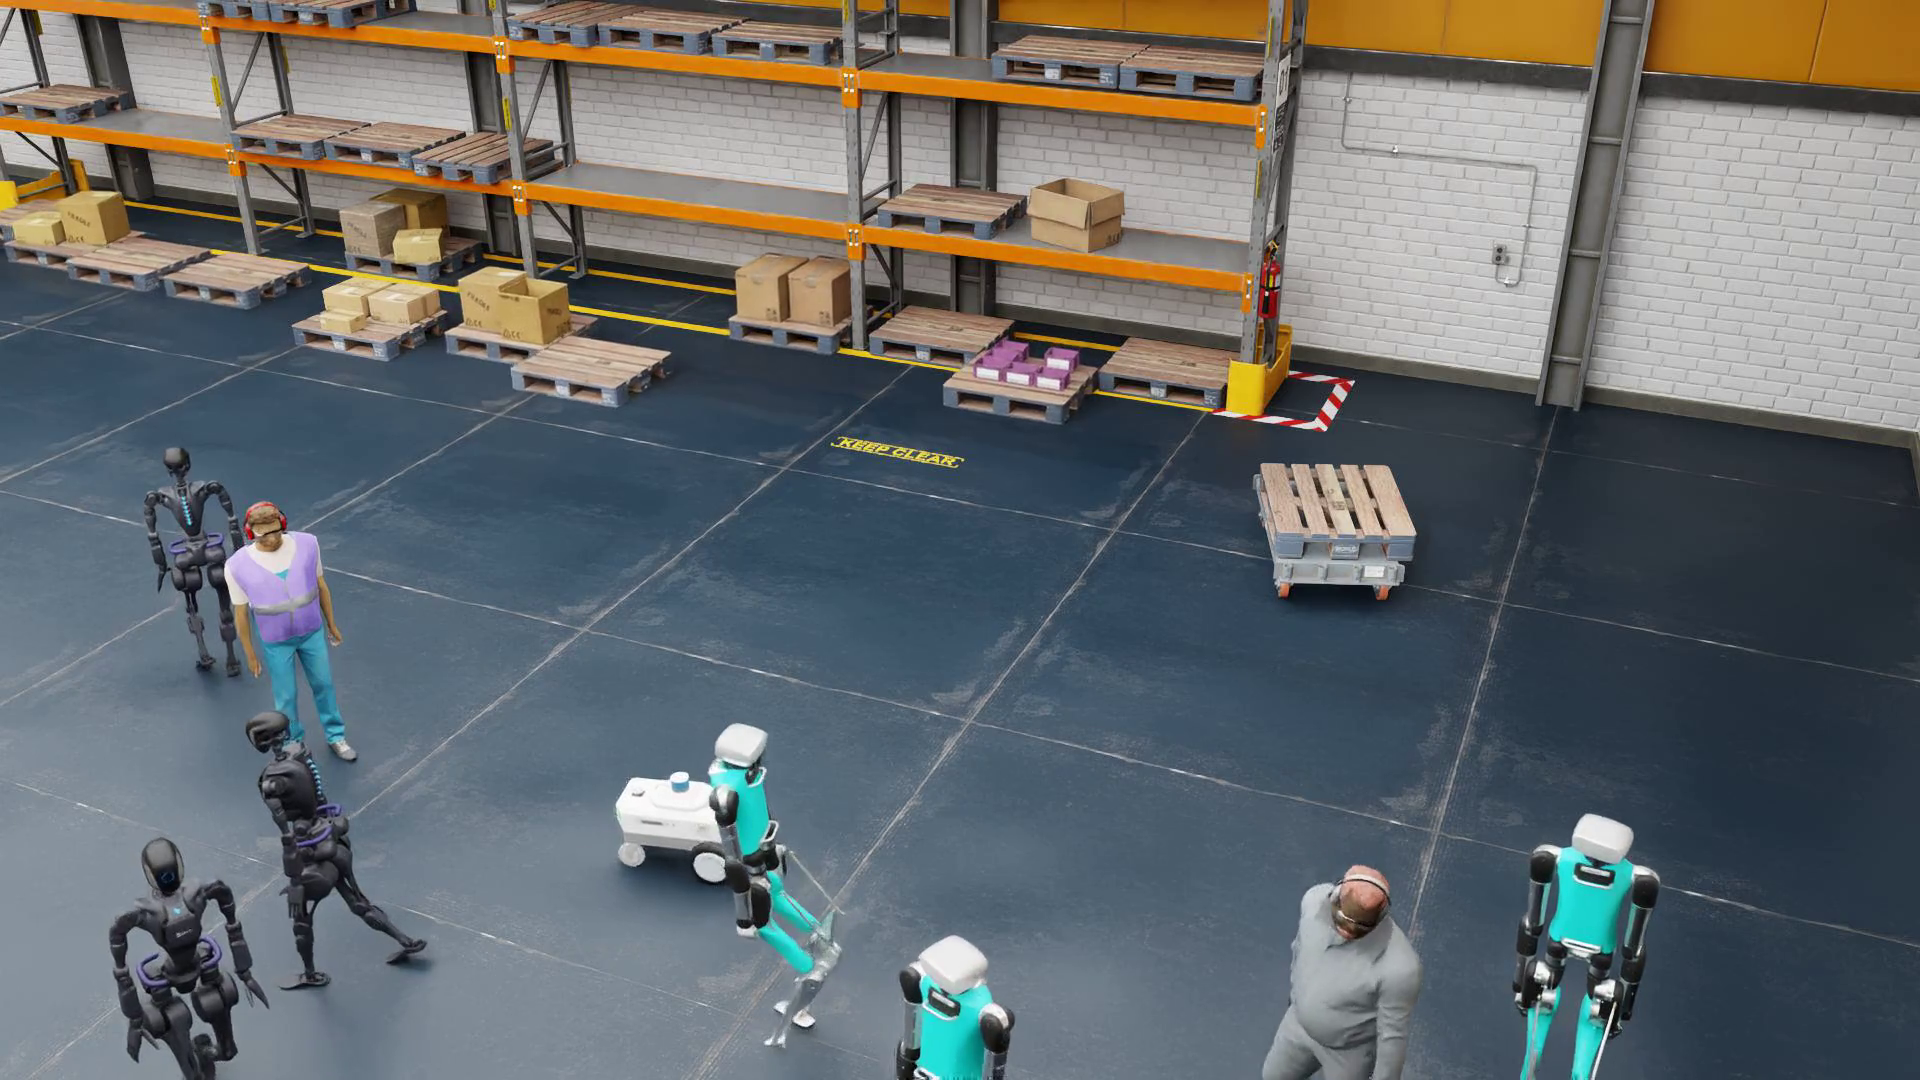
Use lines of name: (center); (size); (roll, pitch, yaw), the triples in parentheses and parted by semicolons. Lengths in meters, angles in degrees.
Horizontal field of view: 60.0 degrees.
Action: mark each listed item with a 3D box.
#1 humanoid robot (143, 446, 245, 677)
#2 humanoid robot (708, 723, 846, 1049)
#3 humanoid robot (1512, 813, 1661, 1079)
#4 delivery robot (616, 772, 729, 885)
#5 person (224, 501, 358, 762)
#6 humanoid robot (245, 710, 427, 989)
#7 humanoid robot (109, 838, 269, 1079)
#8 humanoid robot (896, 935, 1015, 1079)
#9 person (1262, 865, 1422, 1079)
humanoid robot: (-5.076, 0.138, 11.127); (0.608, 1.643, 0.360); (-12, 30, -23)
humanoid robot: (-0.815, 1.699, 8.034); (0.713, 1.782, 0.553); (4, 28, 7)
humanoid robot: (2.635, 2.156, 7.266); (0.539, 1.892, 0.756); (12, 30, 21)
delivery robot: (-1.577, 1.594, 9.508); (0.759, 0.575, 0.499); (5, 28, 9)
person: (-4.073, 0.583, 10.101); (0.569, 1.831, 0.409); (-23, 35, -37)
humanoid robot: (-3.192, 1.576, 8.401); (0.736, 1.619, 0.614); (-2, 27, -3)
humanoid robot: (-3.534, 2.000, 7.543); (0.600, 1.627, 0.677); (-22, 35, -36)
humanoid robot: (-0.201, 2.506, 6.578); (0.547, 1.874, 0.829); (22, 34, 36)
person: (1.607, 2.118, 7.072); (0.460, 1.878, 0.696); (-17, 32, -30)
